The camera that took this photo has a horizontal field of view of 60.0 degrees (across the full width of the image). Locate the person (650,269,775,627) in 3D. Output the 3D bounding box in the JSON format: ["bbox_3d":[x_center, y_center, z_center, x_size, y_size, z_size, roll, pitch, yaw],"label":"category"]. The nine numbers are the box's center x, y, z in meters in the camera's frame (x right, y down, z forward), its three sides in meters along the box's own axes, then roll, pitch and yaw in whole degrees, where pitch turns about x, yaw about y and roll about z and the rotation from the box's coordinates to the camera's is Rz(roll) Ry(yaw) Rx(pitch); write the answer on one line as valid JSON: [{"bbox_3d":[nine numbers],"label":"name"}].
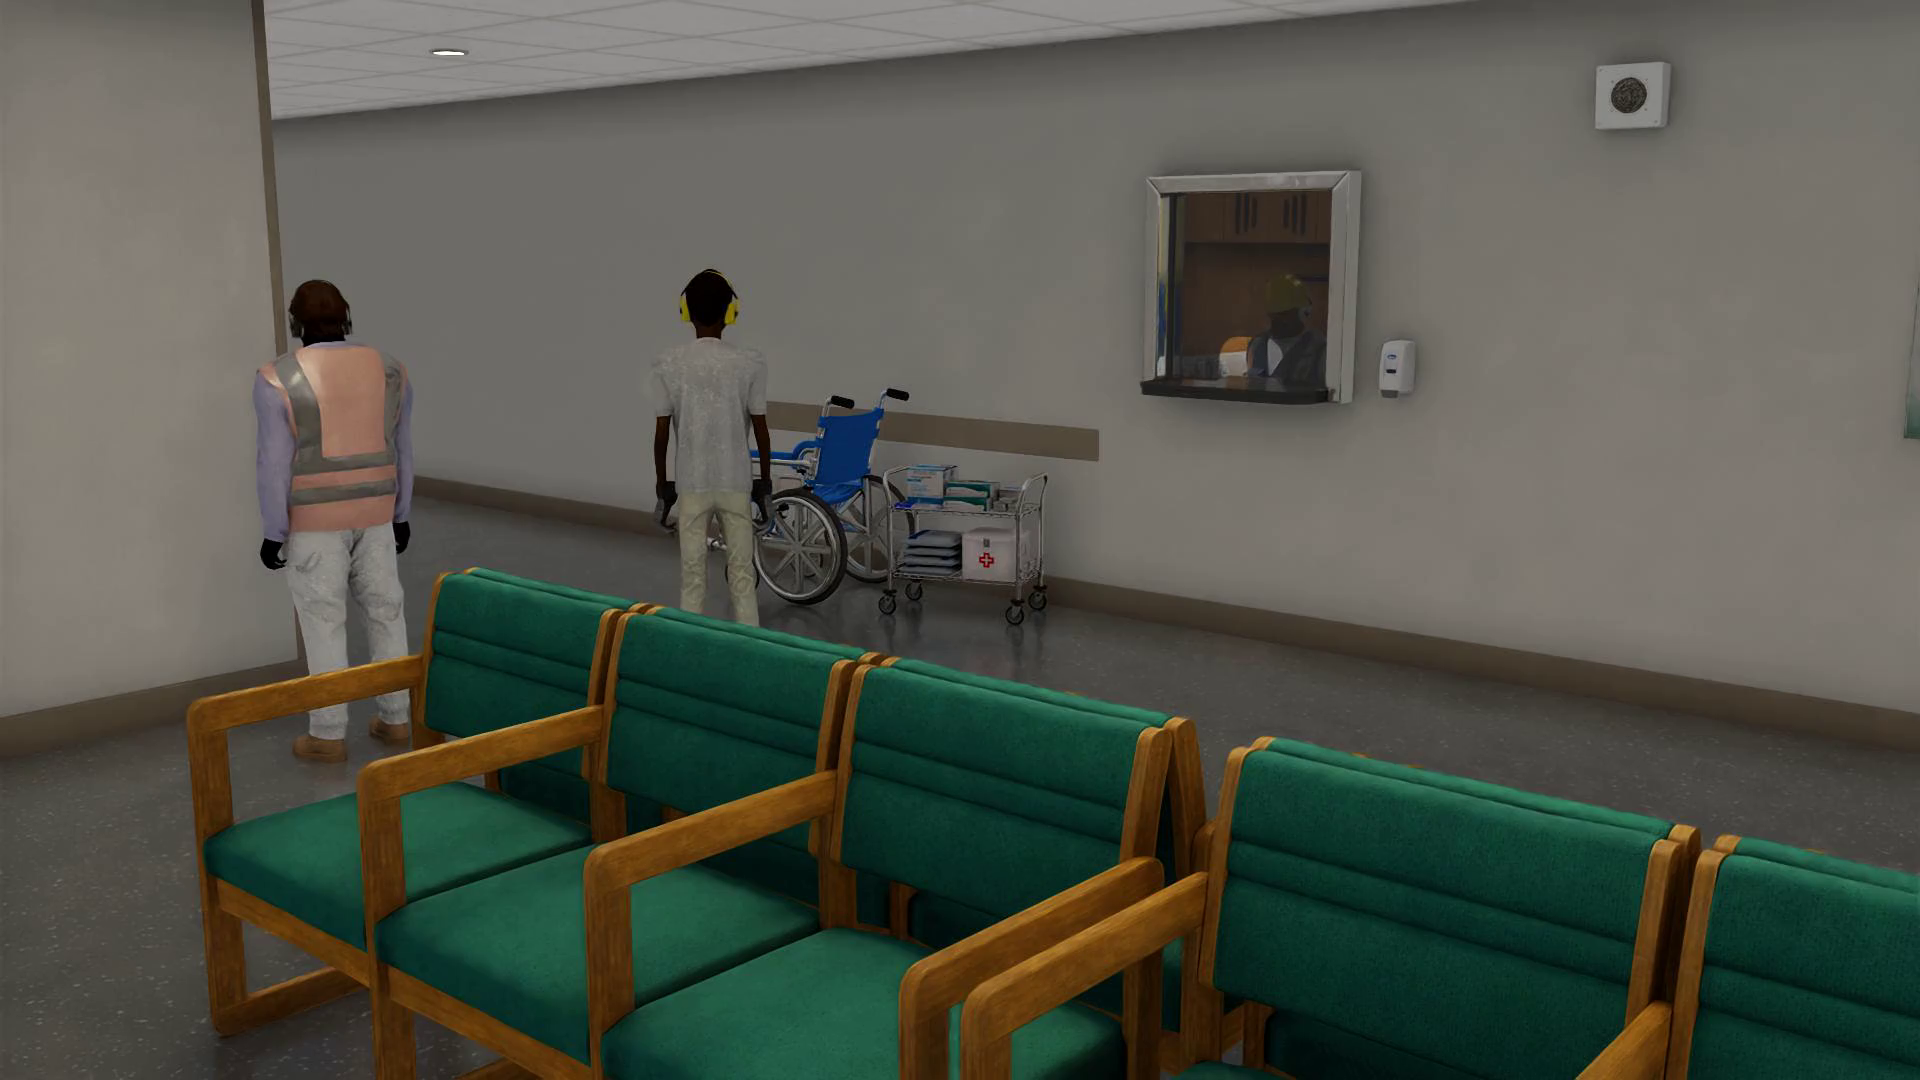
[{"bbox_3d":[-1.040,-0.198,7.026,0.514,1.872,0.328,-1,10,-7],"label":"person"}]

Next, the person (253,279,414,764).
[{"bbox_3d":[-2.399,-0.071,6.393,0.429,1.840,0.629,9,13,41],"label":"person"}]

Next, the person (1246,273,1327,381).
[{"bbox_3d":[1.726,-0.508,8.925,0.403,1.824,0.586,-10,14,-44],"label":"person"}]
